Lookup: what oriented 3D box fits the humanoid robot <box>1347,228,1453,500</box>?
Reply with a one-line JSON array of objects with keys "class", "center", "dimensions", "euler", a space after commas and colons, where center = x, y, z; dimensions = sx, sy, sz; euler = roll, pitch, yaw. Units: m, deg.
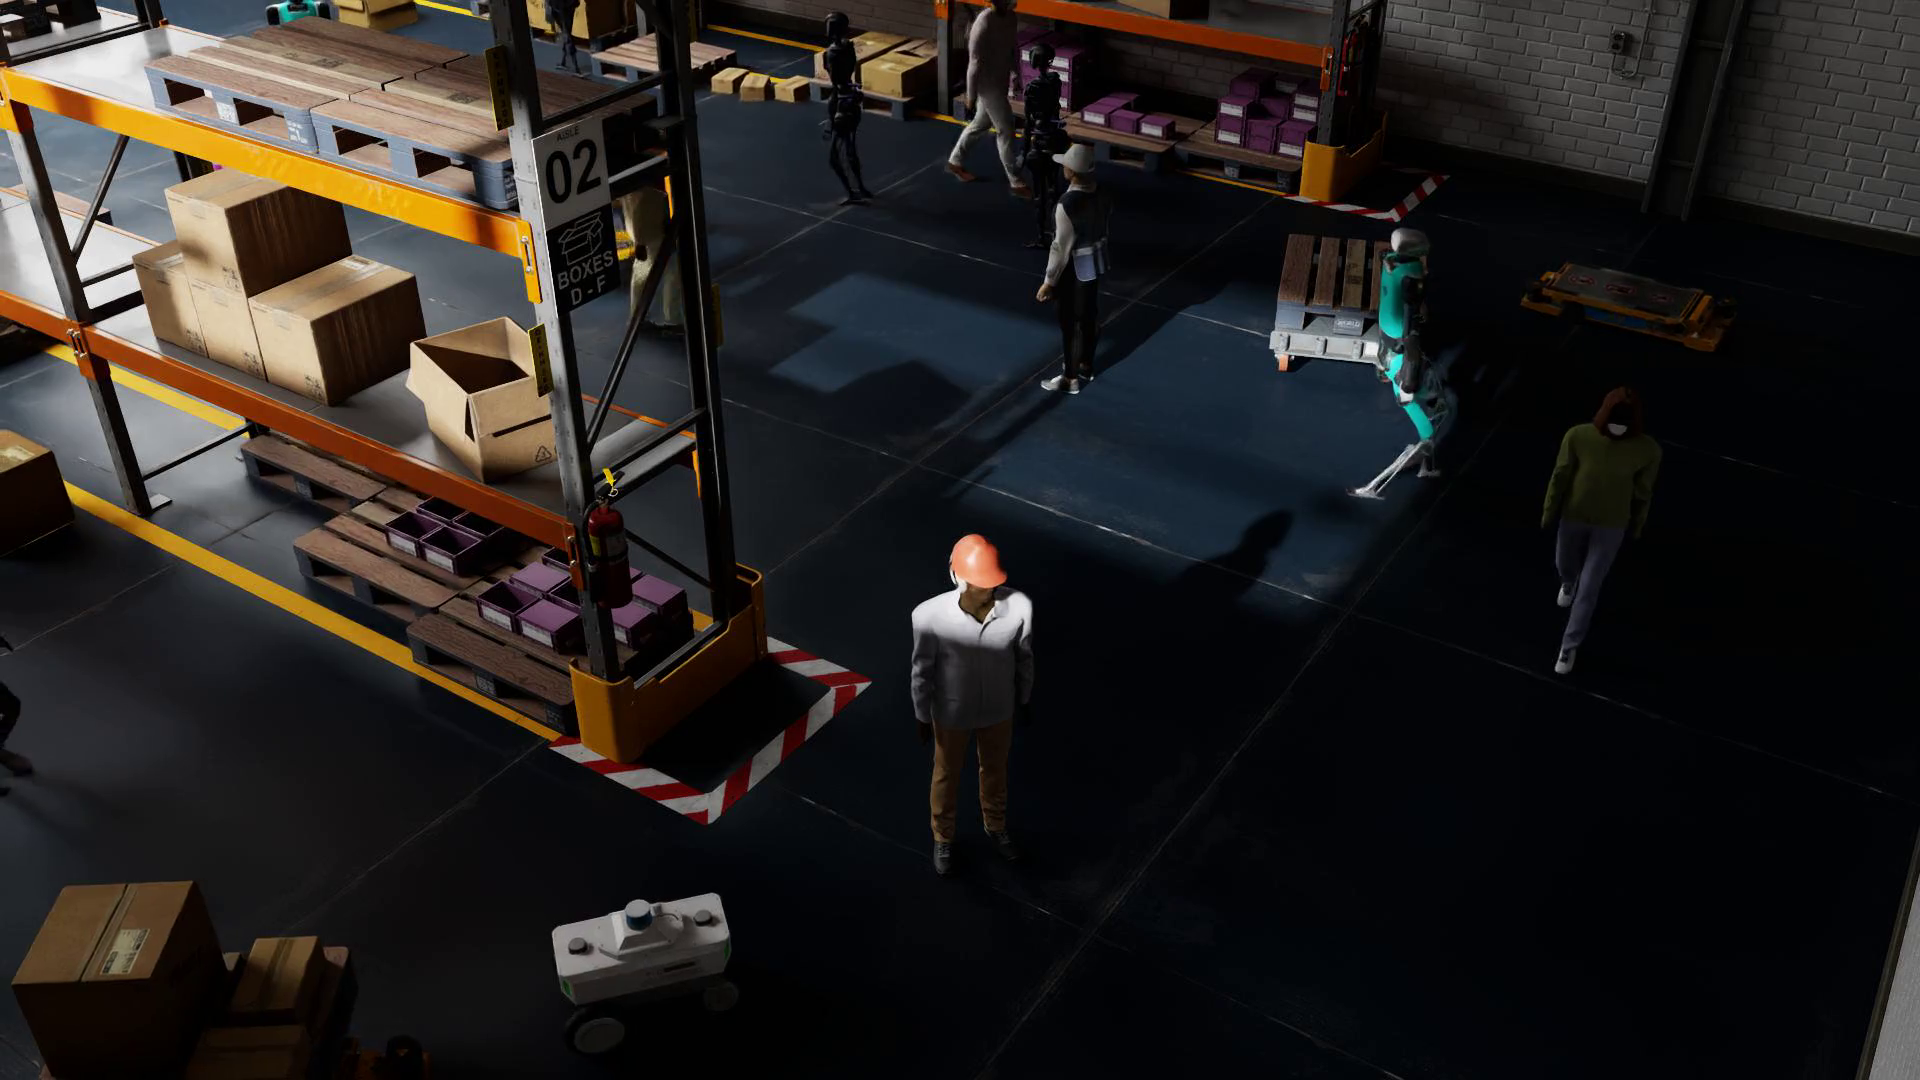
[{"class": "humanoid robot", "center": [2.887, -1.059, 10.211], "dimensions": [0.859, 1.788, 0.530], "euler": [-4, 33, -6]}]

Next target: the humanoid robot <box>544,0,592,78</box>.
[{"class": "humanoid robot", "center": [-4.086, -5.655, 17.296], "dimensions": [0.679, 1.633, 0.587], "euler": [20, 38, 27]}]

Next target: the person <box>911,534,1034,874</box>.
[{"class": "person", "center": [0.063, 0.726, 7.391], "dimensions": [0.570, 1.755, 0.320], "euler": [-9, 34, -14]}]

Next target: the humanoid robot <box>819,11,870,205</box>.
[{"class": "humanoid robot", "center": [-0.994, -3.698, 14.273], "dimensions": [0.355, 1.654, 0.602], "euler": [7, 34, 10]}]

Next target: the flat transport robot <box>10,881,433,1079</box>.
[{"class": "flat transport robot", "center": [-2.830, 2.260, 6.399], "dimensions": [1.431, 0.231, 0.659], "euler": [-2, 33, -3]}]

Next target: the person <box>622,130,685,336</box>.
[{"class": "person", "center": [-2.173, -2.278, 12.027], "dimensions": [0.641, 1.724, 0.573], "euler": [-7, 34, -11]}]

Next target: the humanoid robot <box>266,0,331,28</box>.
[{"class": "humanoid robot", "center": [-5.681, -3.966, 14.644], "dimensions": [0.548, 1.742, 1.027], "euler": [-13, 35, -20]}]

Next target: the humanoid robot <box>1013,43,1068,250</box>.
[{"class": "humanoid robot", "center": [0.664, -3.188, 13.467], "dimensions": [0.315, 1.659, 0.599], "euler": [20, 38, 27]}]

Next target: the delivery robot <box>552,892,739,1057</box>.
[{"class": "delivery robot", "center": [-1.323, 1.743, 6.920], "dimensions": [0.773, 0.582, 0.499], "euler": [-10, 34, -15]}]

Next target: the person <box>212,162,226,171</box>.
[{"class": "person", "center": [-5.186, -2.497, 12.263], "dimensions": [0.514, 1.847, 0.345], "euler": [6, 33, 9]}]

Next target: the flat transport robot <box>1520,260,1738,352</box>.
[{"class": "flat transport robot", "center": [5.073, -1.789, 12.622], "dimensions": [1.431, 0.231, 0.659], "euler": [20, 38, 28]}]

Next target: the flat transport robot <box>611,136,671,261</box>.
[{"class": "flat transport robot", "center": [-3.118, -2.661, 13.962], "dimensions": [0.659, 0.231, 1.431], "euler": [-21, 38, -28]}]

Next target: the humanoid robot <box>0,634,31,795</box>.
[{"class": "humanoid robot", "center": [-4.778, 0.521, 7.778], "dimensions": [0.346, 1.643, 0.616], "euler": [11, 35, 17]}]

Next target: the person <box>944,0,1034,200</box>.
[{"class": "person", "center": [0.271, -3.959, 14.479], "dimensions": [1.014, 1.891, 0.640], "euler": [15, 36, 21]}]

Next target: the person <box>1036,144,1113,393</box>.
[{"class": "person", "center": [0.800, -1.843, 11.338], "dimensions": [0.426, 1.758, 0.749], "euler": [20, 38, 27]}]

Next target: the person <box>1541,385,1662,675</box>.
[{"class": "person", "center": [3.383, -0.138, 8.855], "dimensions": [0.511, 1.612, 0.737], "euler": [16, 36, 23]}]
